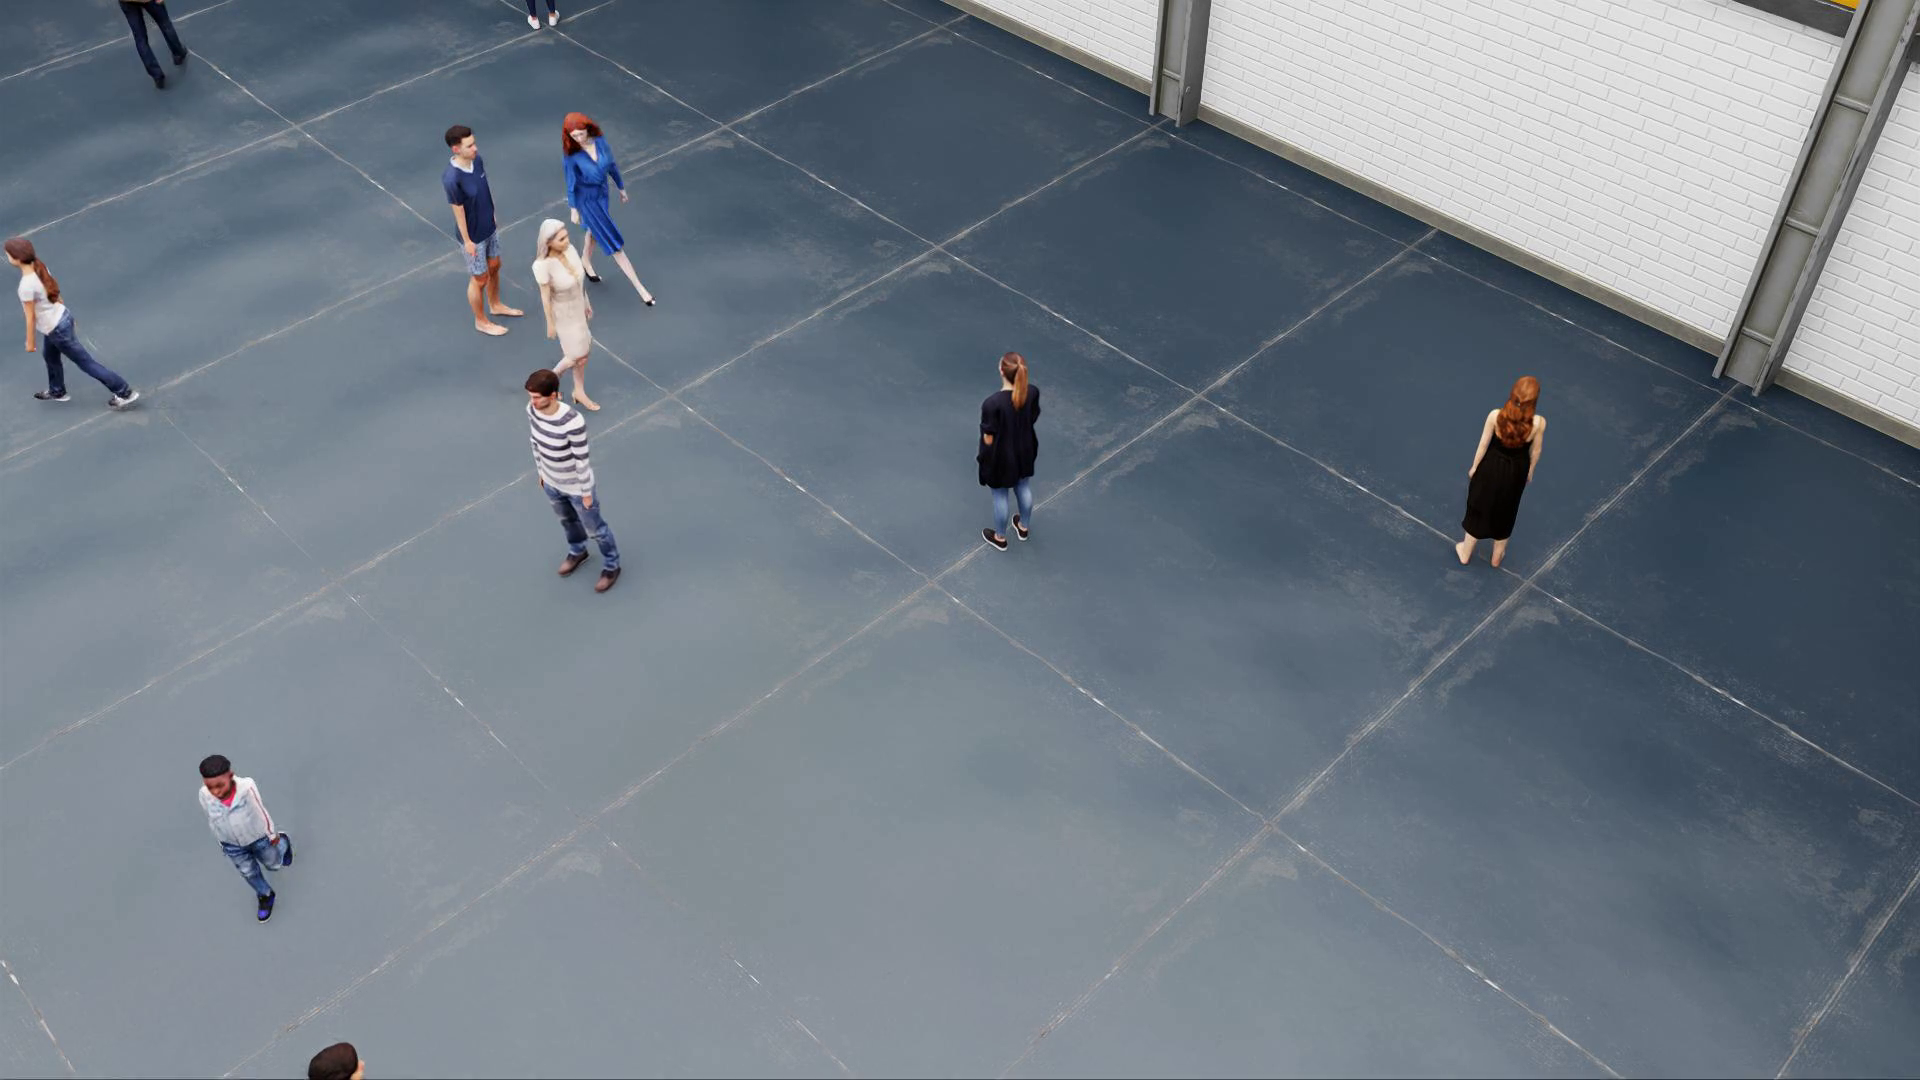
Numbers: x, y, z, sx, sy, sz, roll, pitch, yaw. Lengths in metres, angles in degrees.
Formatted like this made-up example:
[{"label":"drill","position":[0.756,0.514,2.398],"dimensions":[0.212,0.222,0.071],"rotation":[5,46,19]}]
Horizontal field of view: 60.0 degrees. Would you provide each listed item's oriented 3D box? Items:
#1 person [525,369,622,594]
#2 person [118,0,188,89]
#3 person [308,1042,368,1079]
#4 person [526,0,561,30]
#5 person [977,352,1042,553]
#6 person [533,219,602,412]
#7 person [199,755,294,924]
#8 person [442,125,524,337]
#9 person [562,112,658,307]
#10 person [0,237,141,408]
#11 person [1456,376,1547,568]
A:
[{"label":"person","position":[-2.633,-0.426,11.255],"dimensions":[0.562,1.845,0.746],"rotation":[23,48,22]},{"label":"person","position":[-8.159,-5.376,16.442],"dimensions":[0.945,1.858,1.084],"rotation":[-11,45,-12]},{"label":"person","position":[-2.860,2.931,8.015],"dimensions":[0.744,1.702,0.552],"rotation":[-29,51,-27]},{"label":"person","position":[-4.521,-6.234,17.403],"dimensions":[0.689,1.775,0.695],"rotation":[-11,45,-11]},{"label":"person","position":[0.353,-0.616,11.571],"dimensions":[0.685,1.684,0.647],"rotation":[-21,48,-21]},{"label":"person","position":[-3.068,-1.709,12.688],"dimensions":[0.845,1.727,0.754],"rotation":[14,45,14]},{"label":"person","position":[-4.089,1.626,9.535],"dimensions":[0.712,1.248,0.807],"rotation":[-5,44,-5]},{"label":"person","position":[-3.923,-2.521,13.455],"dimensions":[0.701,1.843,0.716],"rotation":[14,45,14]},{"label":"person","position":[-3.076,-2.772,13.787],"dimensions":[1.205,1.750,0.798],"rotation":[25,49,24]},{"label":"person","position":[-6.854,-1.619,12.741],"dimensions":[1.024,1.523,1.043],"rotation":[-4,44,-5]},{"label":"person","position":[3.729,-0.462,11.454],"dimensions":[0.660,1.624,0.742],"rotation":[8,44,8]}]
